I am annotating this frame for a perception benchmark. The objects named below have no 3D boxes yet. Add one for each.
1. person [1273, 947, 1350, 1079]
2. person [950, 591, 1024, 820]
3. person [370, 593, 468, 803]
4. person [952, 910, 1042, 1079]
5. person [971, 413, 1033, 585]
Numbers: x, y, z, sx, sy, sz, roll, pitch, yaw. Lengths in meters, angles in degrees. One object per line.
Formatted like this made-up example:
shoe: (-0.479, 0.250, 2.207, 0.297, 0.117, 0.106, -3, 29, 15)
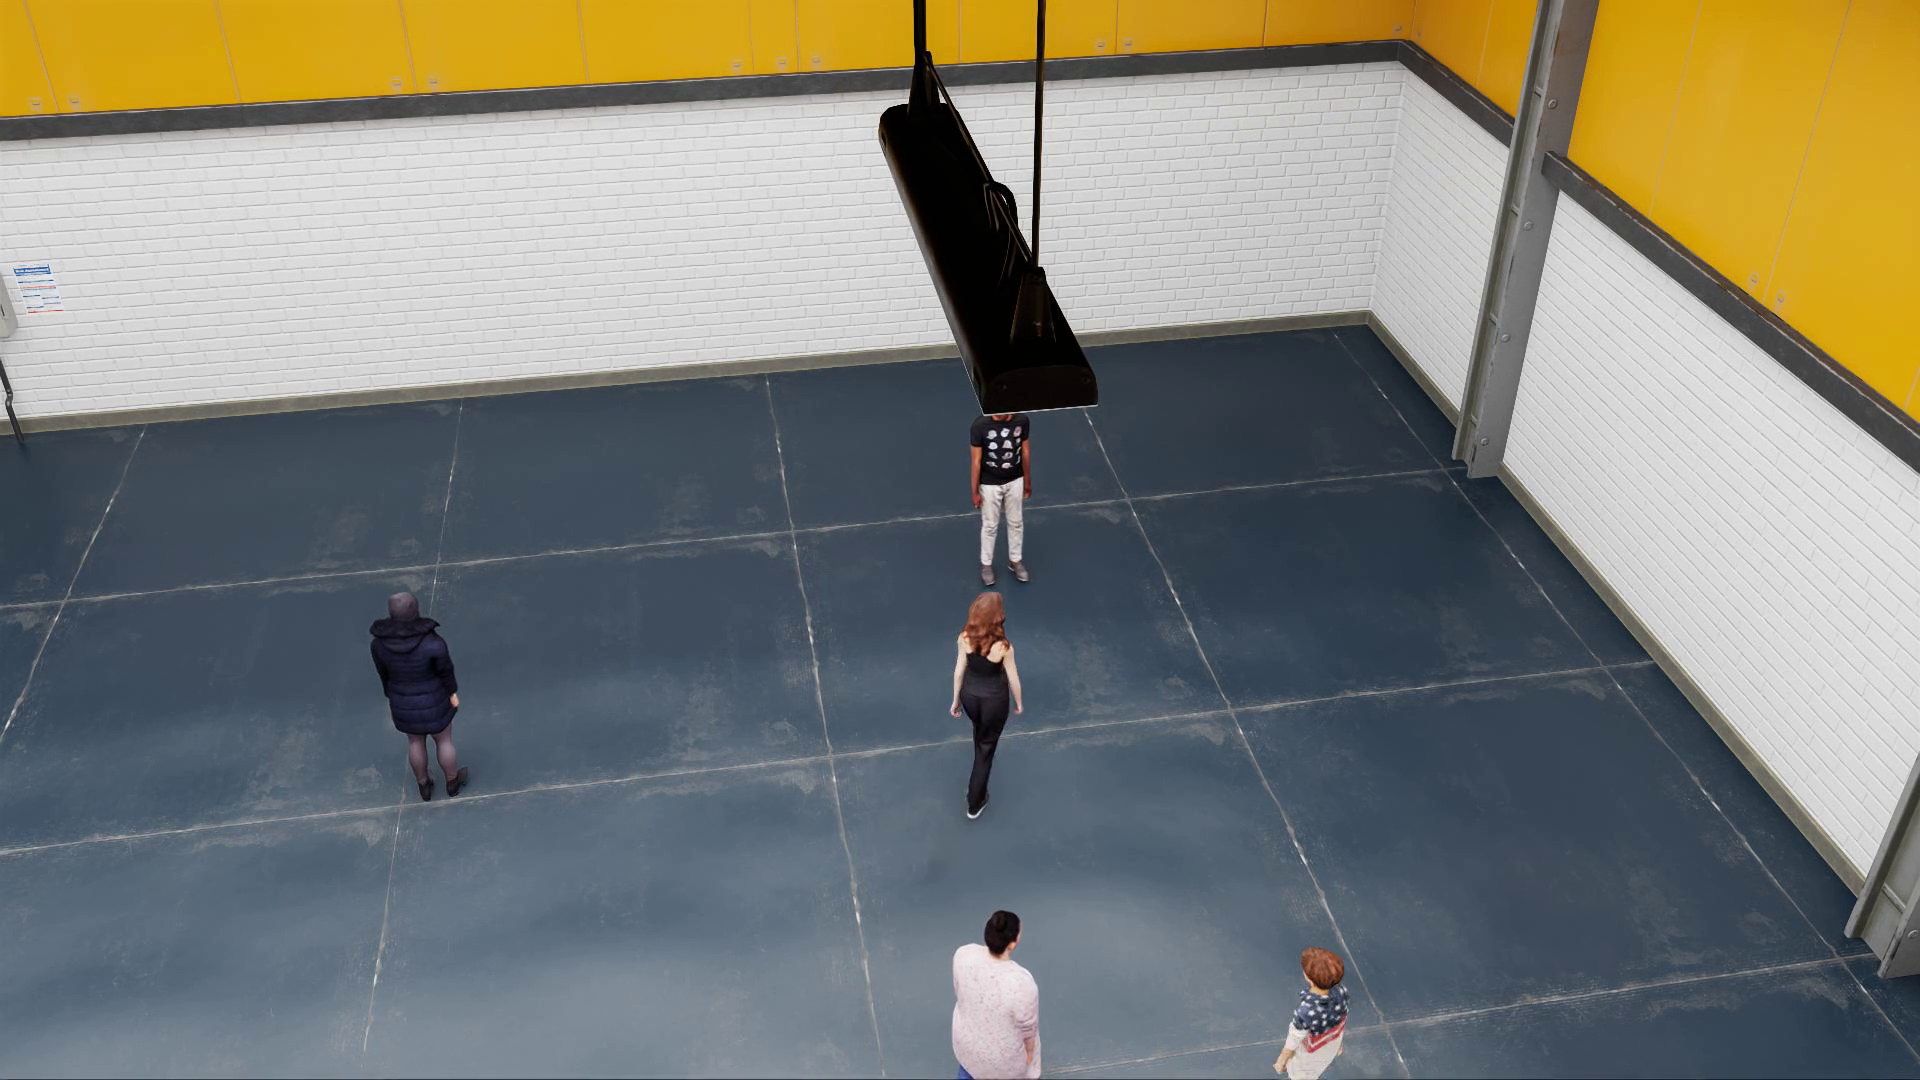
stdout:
person: (1.932, 2.758, 8.890, 0.632, 1.428, 0.672, -22, 39, -29)
person: (0.128, 1.137, 11.066, 0.907, 1.718, 1.041, 12, 36, 18)
person: (-3.646, 1.054, 11.230, 0.717, 1.676, 0.702, -1, 34, -1)
person: (0.165, 2.611, 8.827, 0.787, 1.744, 0.854, 23, 40, 30)
person: (0.329, -0.477, 13.420, 0.683, 1.801, 0.645, -9, 35, -14)
